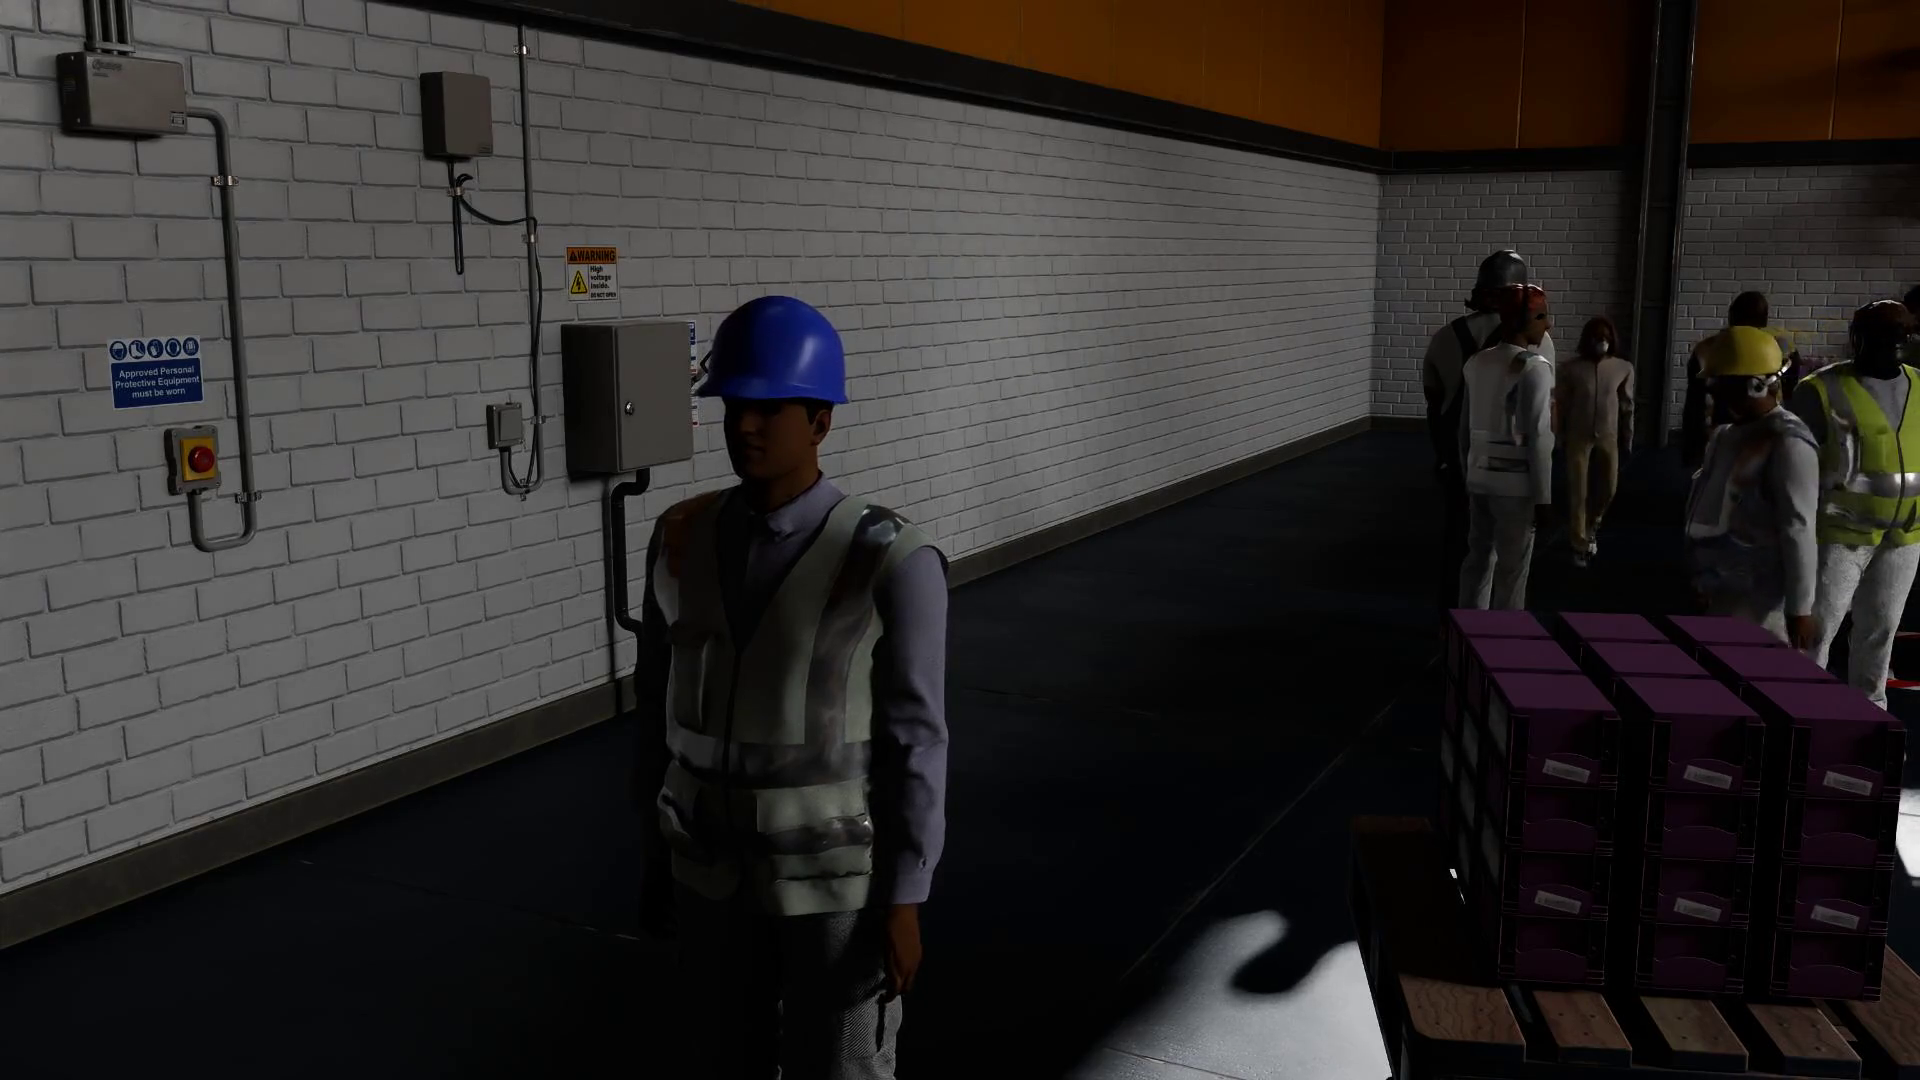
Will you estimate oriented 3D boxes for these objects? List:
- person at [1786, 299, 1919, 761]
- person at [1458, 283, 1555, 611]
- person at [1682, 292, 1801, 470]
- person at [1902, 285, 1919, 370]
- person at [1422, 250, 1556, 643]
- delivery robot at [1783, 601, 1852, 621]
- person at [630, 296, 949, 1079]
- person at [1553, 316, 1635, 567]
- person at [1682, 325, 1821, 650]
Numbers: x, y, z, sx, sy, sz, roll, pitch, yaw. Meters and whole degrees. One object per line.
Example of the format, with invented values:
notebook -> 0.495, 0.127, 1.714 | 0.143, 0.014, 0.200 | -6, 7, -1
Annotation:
person -> 3.583, -0.025, 6.595 | 0.637, 1.842, 0.429 | -1, 10, -4
person -> 2.525, -0.233, 7.681 | 0.360, 1.884, 0.574 | -3, 10, -18
person -> 4.754, -0.611, 10.142 | 0.613, 1.792, 0.939 | 8, 13, 39
person -> 5.708, -0.632, 10.145 | 0.571, 1.830, 0.549 | -2, 10, -12
person -> 2.742, -0.457, 8.522 | 0.677, 2.000, 0.536 | 9, 13, 41
delivery robot -> 4.313, 0.257, 8.414 | 0.707, 0.478, 0.477 | 4, 11, 24
person -> -0.308, 0.559, 2.901 | 0.605, 1.951, 0.380 | 5, 11, 24
person -> 4.127, -0.655, 10.892 | 0.514, 1.627, 0.539 | 1, 10, 5
person -> 2.809, 0.131, 5.899 | 0.940, 1.779, 0.599 | 1, 10, 6
